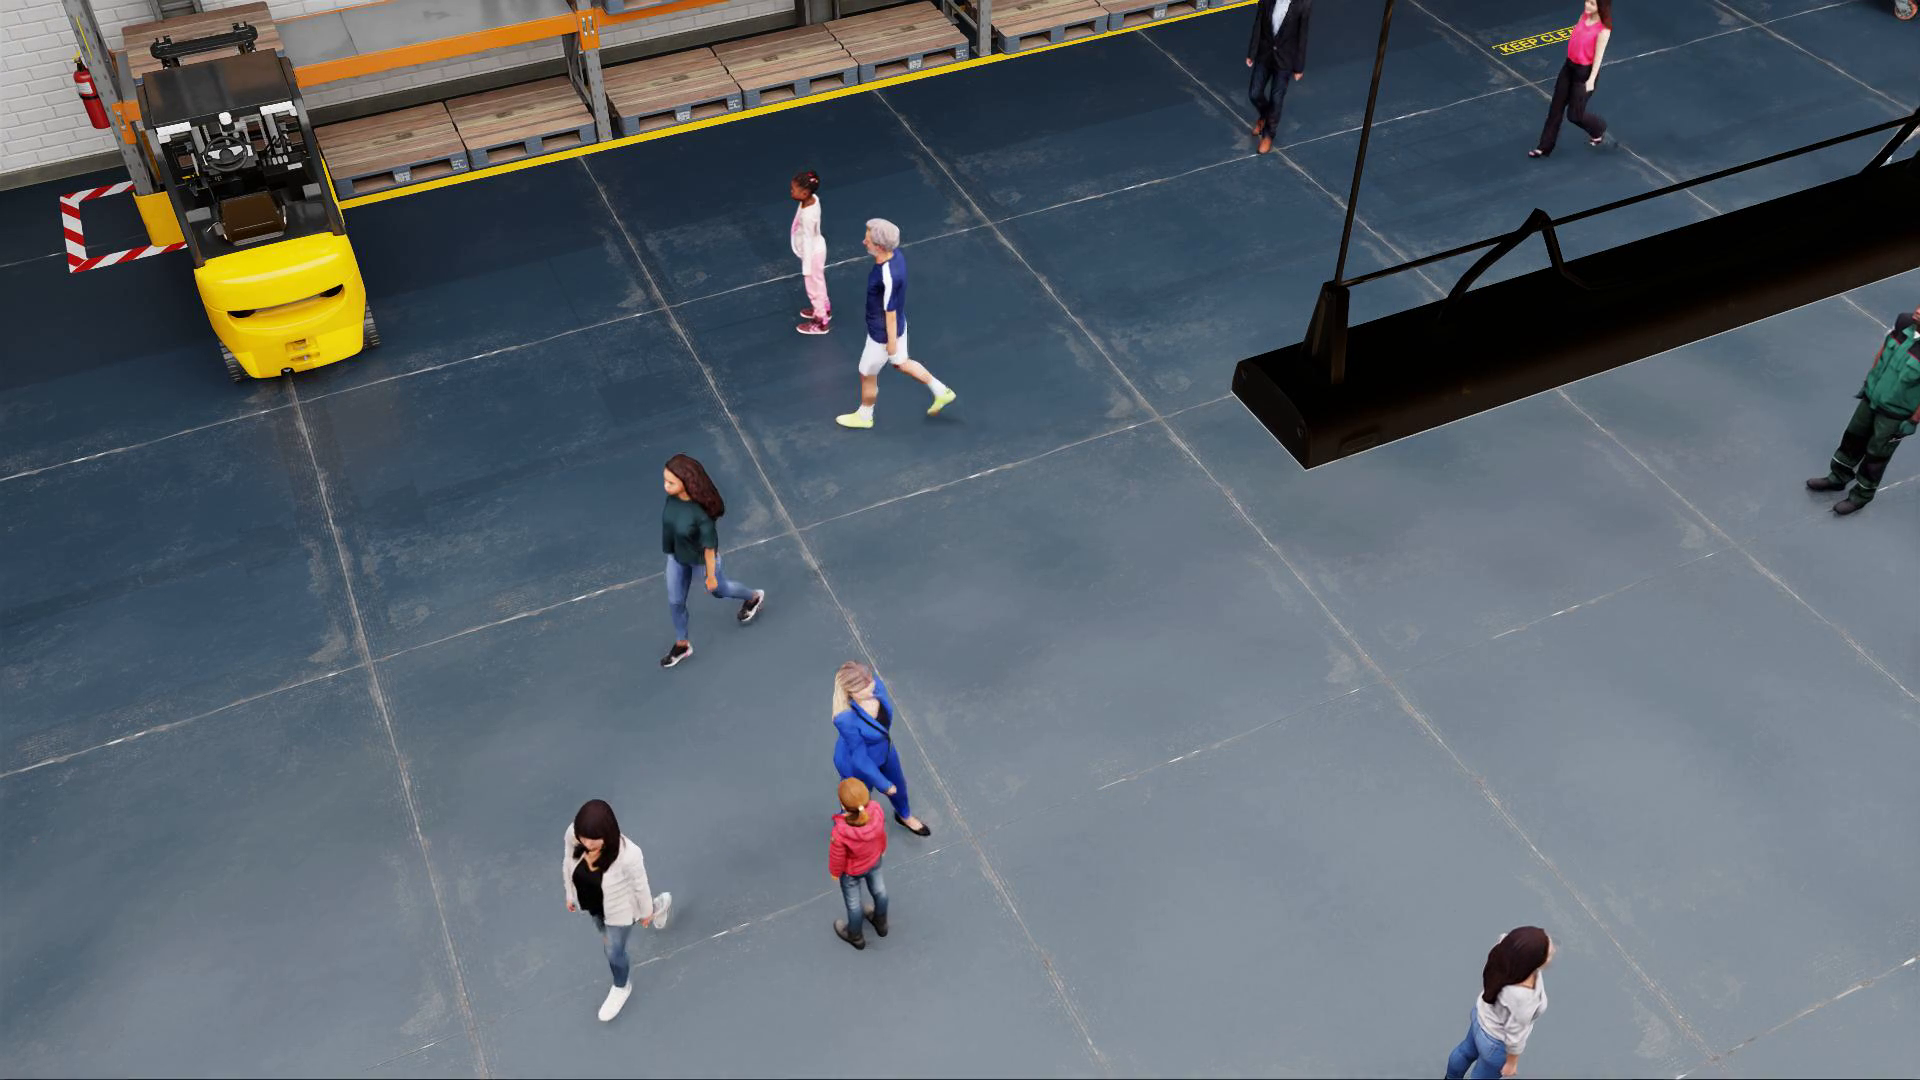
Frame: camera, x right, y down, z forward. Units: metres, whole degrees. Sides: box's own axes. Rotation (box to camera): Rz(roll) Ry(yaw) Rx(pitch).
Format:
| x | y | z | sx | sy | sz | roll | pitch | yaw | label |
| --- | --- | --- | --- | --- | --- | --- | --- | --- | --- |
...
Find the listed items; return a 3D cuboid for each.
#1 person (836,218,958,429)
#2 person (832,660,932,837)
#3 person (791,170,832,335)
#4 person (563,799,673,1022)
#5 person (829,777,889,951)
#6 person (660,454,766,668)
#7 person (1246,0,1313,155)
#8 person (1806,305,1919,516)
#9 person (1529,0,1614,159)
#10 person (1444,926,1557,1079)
| x | y | z | sx | sy | sz | roll | pitch | yaw | label |
| --- | --- | --- | --- | --- | --- | --- | --- | --- | --- |
| -0.454 | -1.547 | 12.146 | 1.250 | 1.807 | 0.977 | 0 | 44 | 0 | person |
| -0.628 | 1.232 | 9.330 | 0.959 | 1.669 | 0.898 | 7 | 44 | 7 | person |
| -1.172 | -2.298 | 13.196 | 0.604 | 1.447 | 0.597 | -2 | 44 | -2 | person |
| -1.793 | 1.824 | 8.746 | 0.954 | 1.617 | 1.063 | 20 | 47 | 20 | person |
| -0.526 | 1.753 | 9.038 | 0.498 | 1.316 | 0.616 | -30 | 51 | -28 | person |
| -1.614 | 0.079 | 10.601 | 0.834 | 1.584 | 1.144 | 34 | 53 | 31 | person |
| 2.912 | -4.448 | 15.200 | 0.884 | 1.794 | 0.936 | 19 | 47 | 19 | person |
| 6.449 | -0.959 | 11.507 | 0.658 | 1.838 | 0.715 | -11 | 45 | -12 | person |
| 5.659 | -4.195 | 15.046 | 0.950 | 1.641 | 0.651 | -12 | 45 | -12 | person |
| 2.615 | 2.390 | 8.138 | 0.656 | 1.635 | 0.674 | 0 | 44 | 0 | person |
